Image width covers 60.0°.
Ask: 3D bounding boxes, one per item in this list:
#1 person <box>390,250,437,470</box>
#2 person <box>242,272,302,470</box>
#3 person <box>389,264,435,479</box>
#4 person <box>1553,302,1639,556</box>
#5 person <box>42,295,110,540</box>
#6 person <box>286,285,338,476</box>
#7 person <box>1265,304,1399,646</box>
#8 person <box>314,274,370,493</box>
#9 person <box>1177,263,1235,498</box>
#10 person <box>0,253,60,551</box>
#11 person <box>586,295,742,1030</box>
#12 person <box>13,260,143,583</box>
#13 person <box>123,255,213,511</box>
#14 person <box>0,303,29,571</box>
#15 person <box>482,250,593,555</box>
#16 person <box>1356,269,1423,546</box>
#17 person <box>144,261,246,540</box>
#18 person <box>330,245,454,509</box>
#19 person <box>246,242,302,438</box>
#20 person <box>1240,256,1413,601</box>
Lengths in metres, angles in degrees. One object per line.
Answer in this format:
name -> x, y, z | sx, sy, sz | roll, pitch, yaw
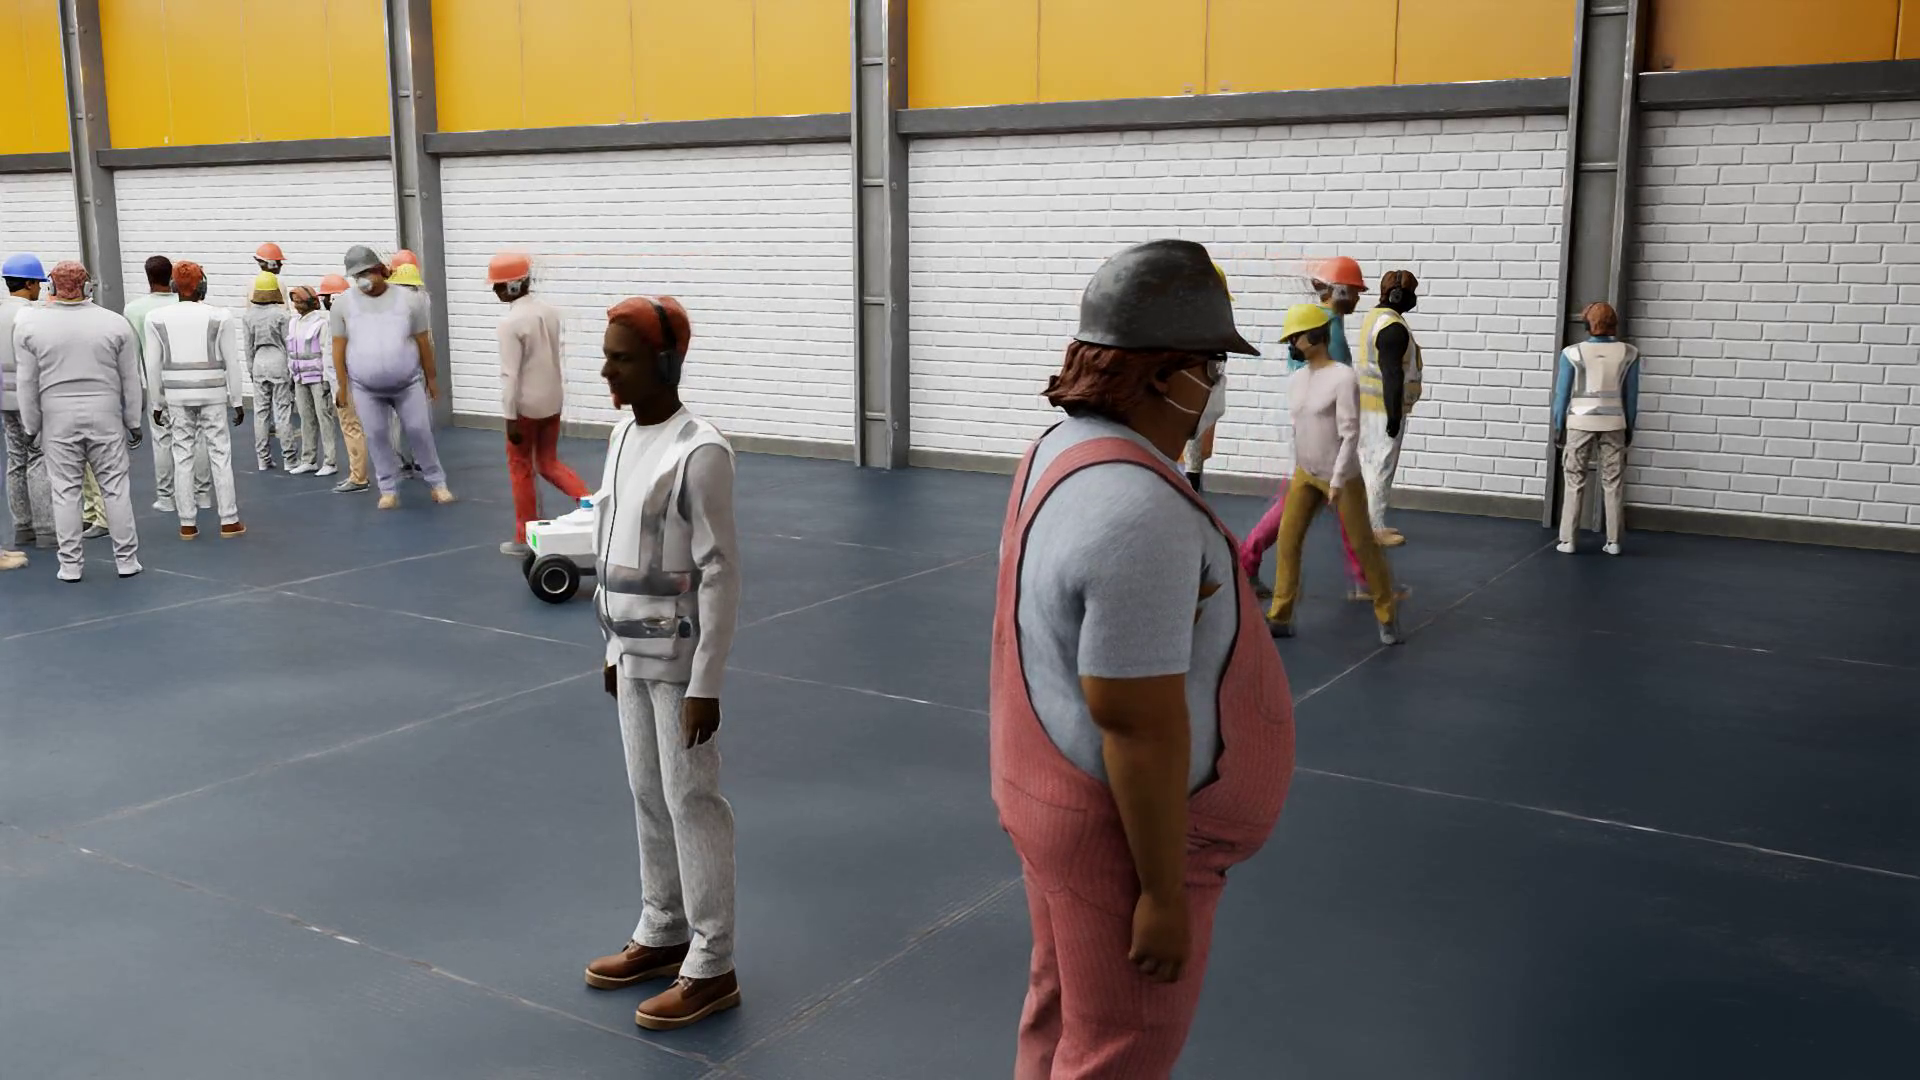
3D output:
person -> -4.873, -1.591, 14.733 | 0.373, 1.935, 0.552 | 7, 12, 34
person -> -6.052, -1.483, 14.669 | 0.487, 1.746, 0.285 | 2, 10, 9
person -> -4.710, -1.437, 14.206 | 0.403, 1.825, 0.597 | 6, 12, 31
person -> 4.073, -0.704, 10.681 | 0.521, 1.632, 0.314 | 1, 10, 7
person -> -5.990, -0.882, 11.309 | 0.327, 1.753, 0.561 | -8, 13, -39
person -> -5.586, -1.368, 14.326 | 0.511, 1.640, 0.308 | 6, 12, 29
person -> 1.879, -0.322, 8.339 | 0.745, 1.716, 0.569 | -6, 12, -29
person -> -4.977, -1.259, 13.405 | 0.342, 1.749, 0.573 | -2, 11, -13
person -> 1.191, -0.465, 8.572 | 0.398, 1.915, 0.585 | 0, 10, 2
person -> -6.094, -0.900, 10.910 | 0.605, 1.939, 0.417 | 6, 12, 30
person -> -0.777, 0.313, 4.327 | 0.347, 1.883, 0.584 | -7, 13, -35
person -> -5.218, -0.702, 9.893 | 0.652, 1.906, 0.404 | -6, 12, -30
person -> -5.906, -1.164, 12.452 | 0.590, 1.914, 0.400 | -8, 13, -36
person -> -5.980, -0.717, 10.184 | 0.355, 1.835, 0.515 | -7, 13, -35
person -> -2.627, -0.841, 10.511 | 0.734, 1.967, 0.636 | 4, 11, 22
person -> 2.860, -0.880, 11.104 | 0.430, 1.834, 0.630 | 0, 10, 3
person -> -5.165, -0.938, 11.263 | 0.584, 1.882, 0.337 | -3, 11, -15
person -> -4.304, -1.238, 12.488 | 0.786, 2.000, 0.539 | -3, 11, -17
person -> -7.064, -2.050, 17.113 | 0.614, 1.993, 0.395 | 7, 12, 34
person -> 1.993, -0.607, 9.286 | 1.042, 1.952, 0.632 | 2, 10, 10
